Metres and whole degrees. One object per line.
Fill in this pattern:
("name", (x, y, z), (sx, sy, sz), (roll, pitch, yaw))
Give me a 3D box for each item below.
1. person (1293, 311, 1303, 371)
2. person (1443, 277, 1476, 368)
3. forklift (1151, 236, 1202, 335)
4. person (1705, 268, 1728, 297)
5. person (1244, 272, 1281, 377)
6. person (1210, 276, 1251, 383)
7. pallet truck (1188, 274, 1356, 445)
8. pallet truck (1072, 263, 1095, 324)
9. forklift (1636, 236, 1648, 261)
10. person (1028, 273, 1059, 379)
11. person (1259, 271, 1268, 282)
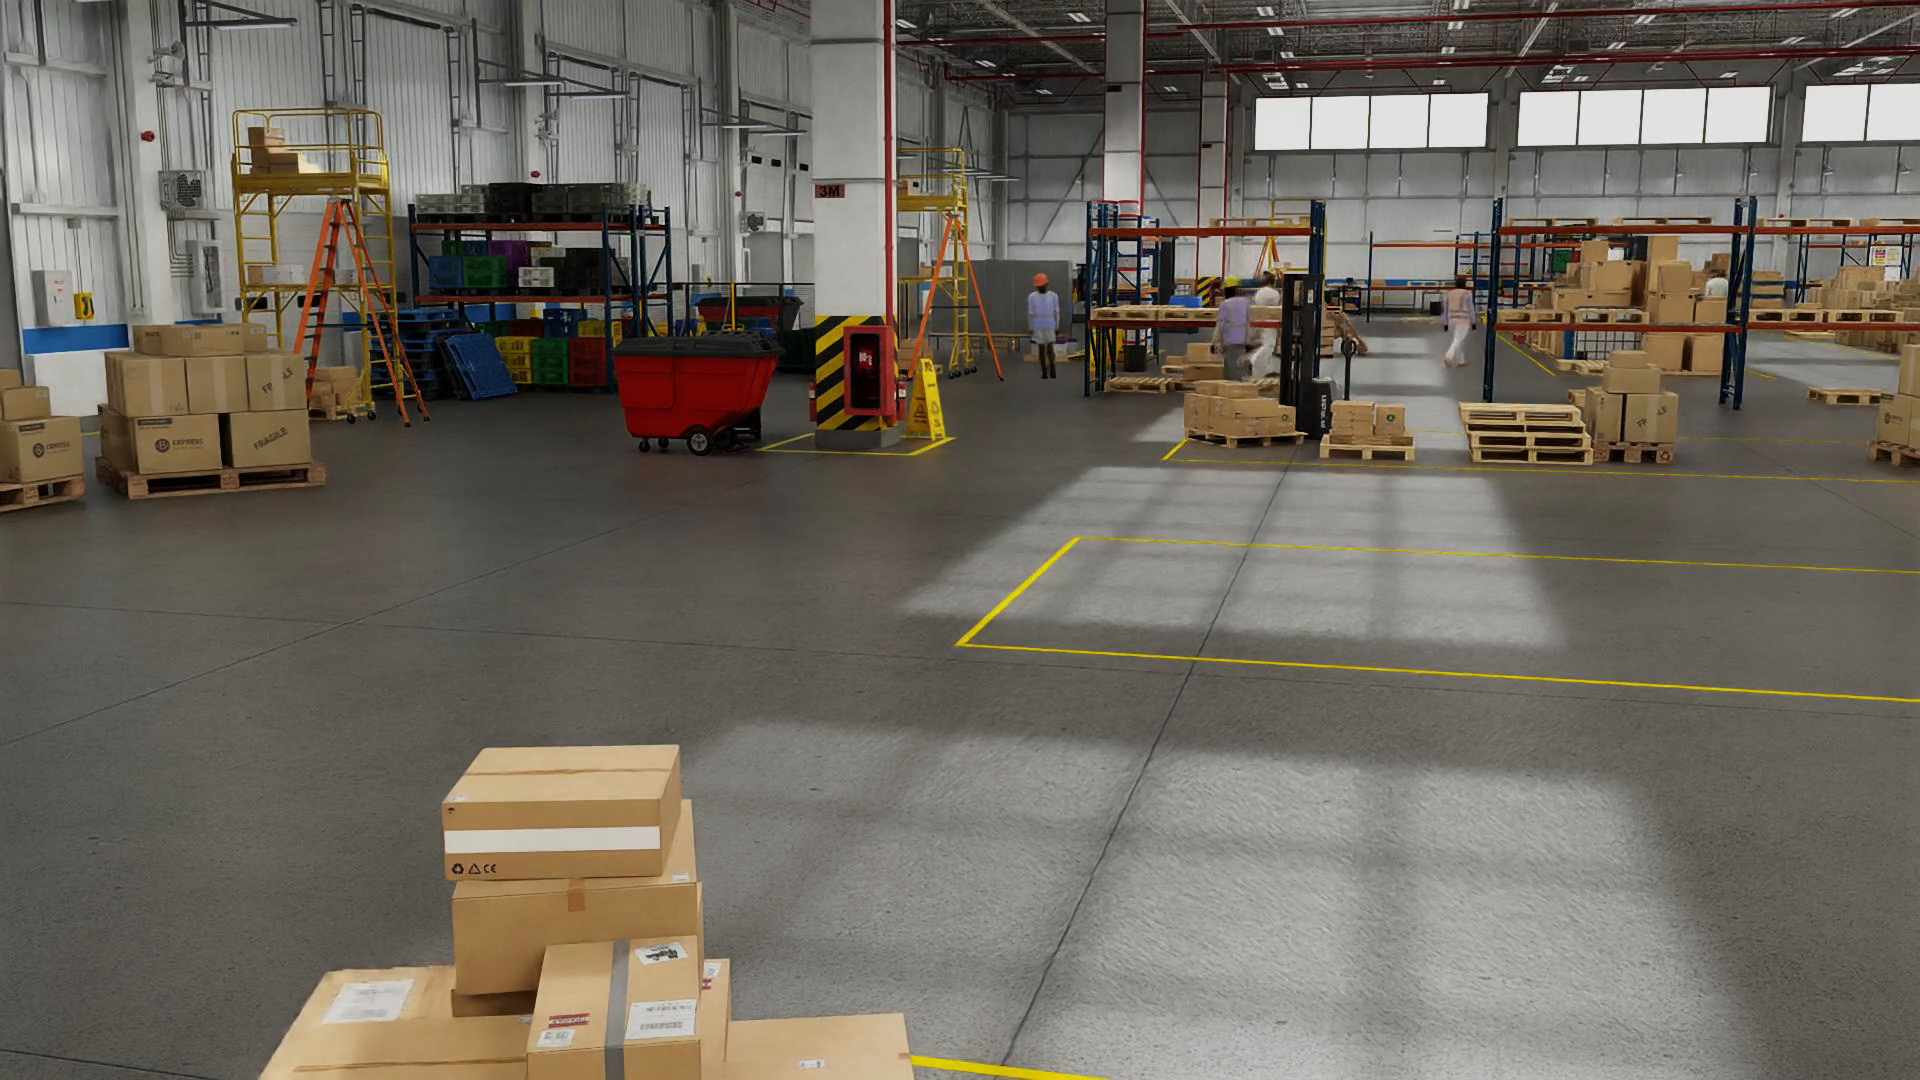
("person", (6.623, -4.098, 31.914), (0.327, 1.735, 0.486), (6, 11, 32))
("person", (9.874, -4.317, 32.993), (0.897, 1.808, 0.623), (-6, 11, -32))
("forklift", (5.866, -7.214, 46.878), (1.873, 2.768, 1.129), (2, 10, 14))
("person", (19.818, -6.157, 43.491), (0.634, 1.915, 0.616), (4, 10, 22))
("person", (5.497, -3.882, 30.098), (0.788, 1.915, 0.633), (-4, 10, -21))
("person", (3.973, -2.988, 24.897), (0.620, 1.884, 0.914), (-9, 13, -43))
("pallet truck", (3.653, -2.138, 19.590), (1.885, 1.965, 0.823), (-4, 10, -20))
("pallet truck", (4.325, -8.180, 55.162), (0.823, 1.965, 1.885), (6, 11, 31))
("forklift", (21.007, -7.905, 50.949), (1.873, 2.768, 1.129), (9, 13, 42))
("person", (1.494, -3.818, 29.790), (0.541, 1.899, 0.585), (1, 10, 5))
("person", (10.895, -8.757, 59.438), (0.540, 1.697, 0.317), (-6, 11, -30))
